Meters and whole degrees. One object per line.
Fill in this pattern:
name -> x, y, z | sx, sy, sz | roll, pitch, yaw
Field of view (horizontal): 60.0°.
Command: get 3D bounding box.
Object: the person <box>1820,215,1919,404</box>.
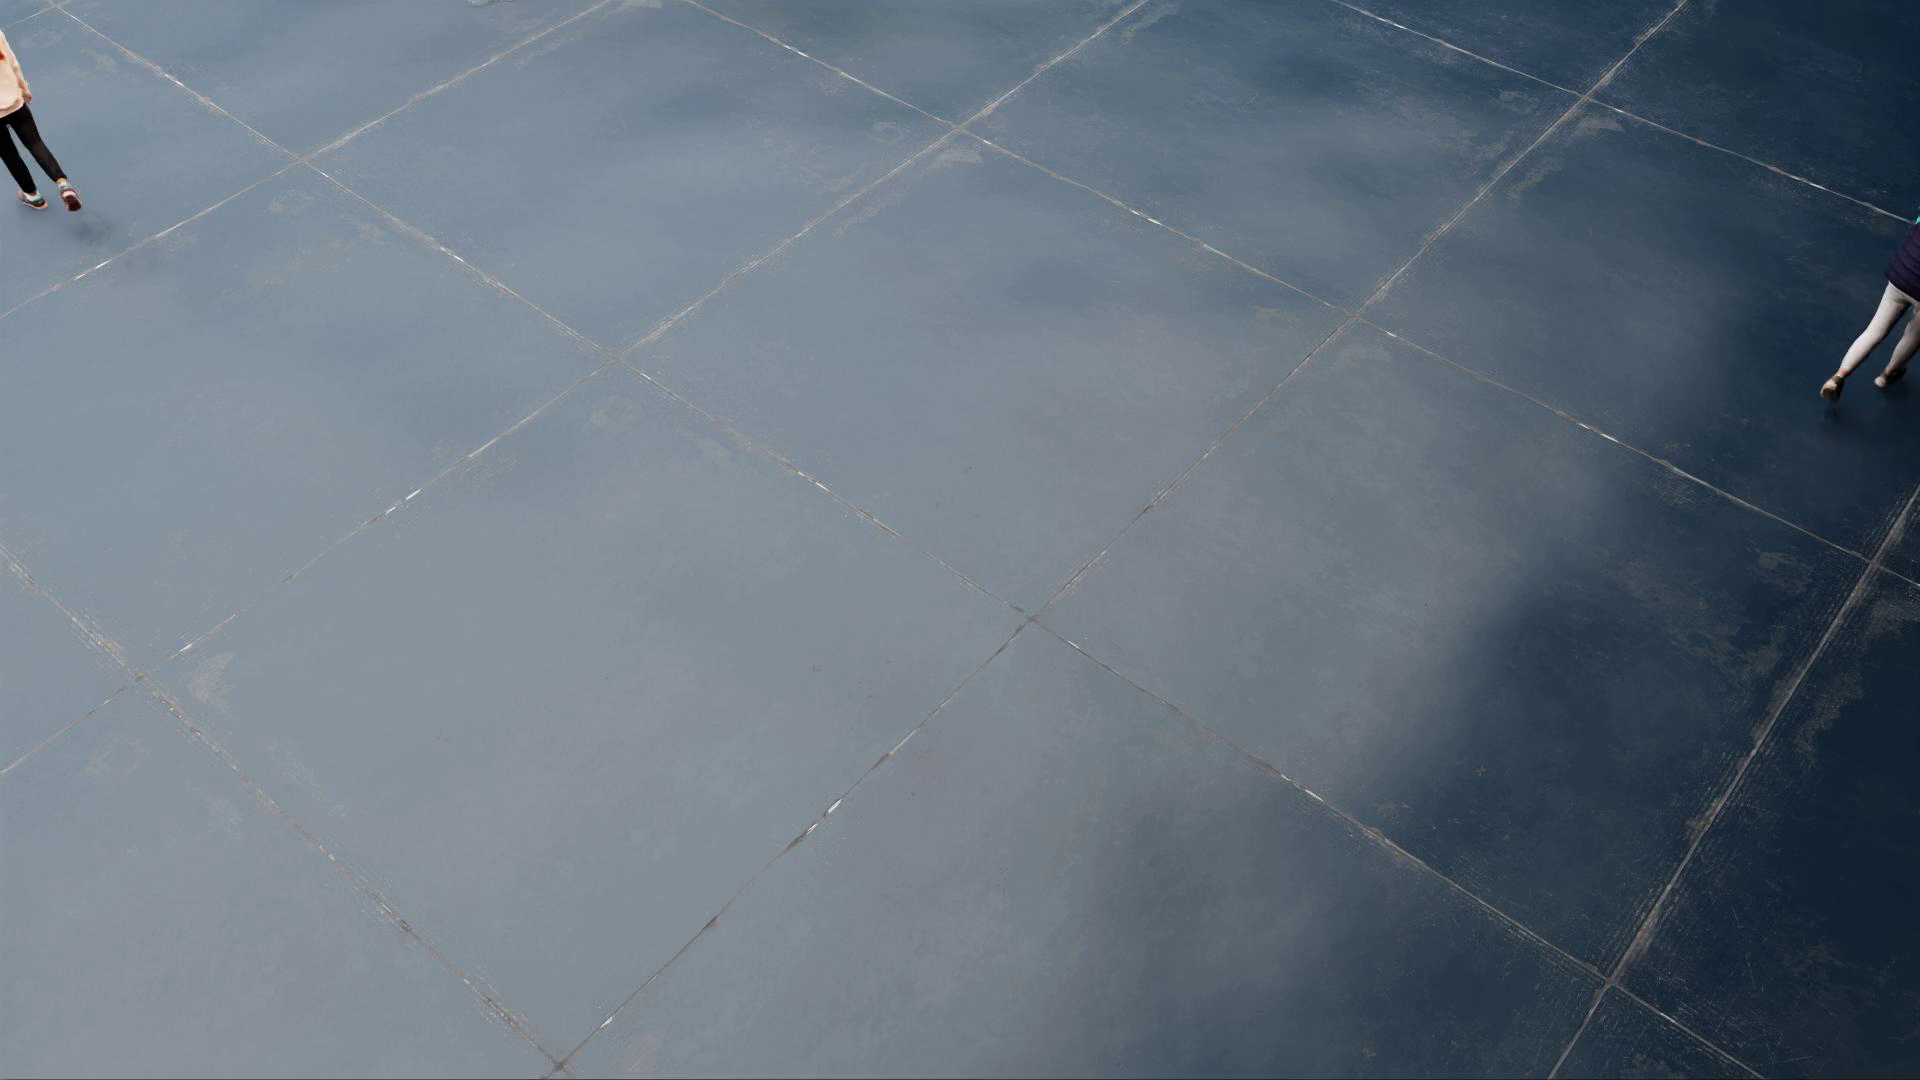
person -> 4.951, -1.295, 8.638 | 0.997, 1.478, 0.718 | -28, 53, -24

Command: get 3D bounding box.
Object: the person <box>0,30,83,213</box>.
person -> -5.611, -2.528, 9.784 | 0.630, 1.469, 0.762 | 30, 54, 25
